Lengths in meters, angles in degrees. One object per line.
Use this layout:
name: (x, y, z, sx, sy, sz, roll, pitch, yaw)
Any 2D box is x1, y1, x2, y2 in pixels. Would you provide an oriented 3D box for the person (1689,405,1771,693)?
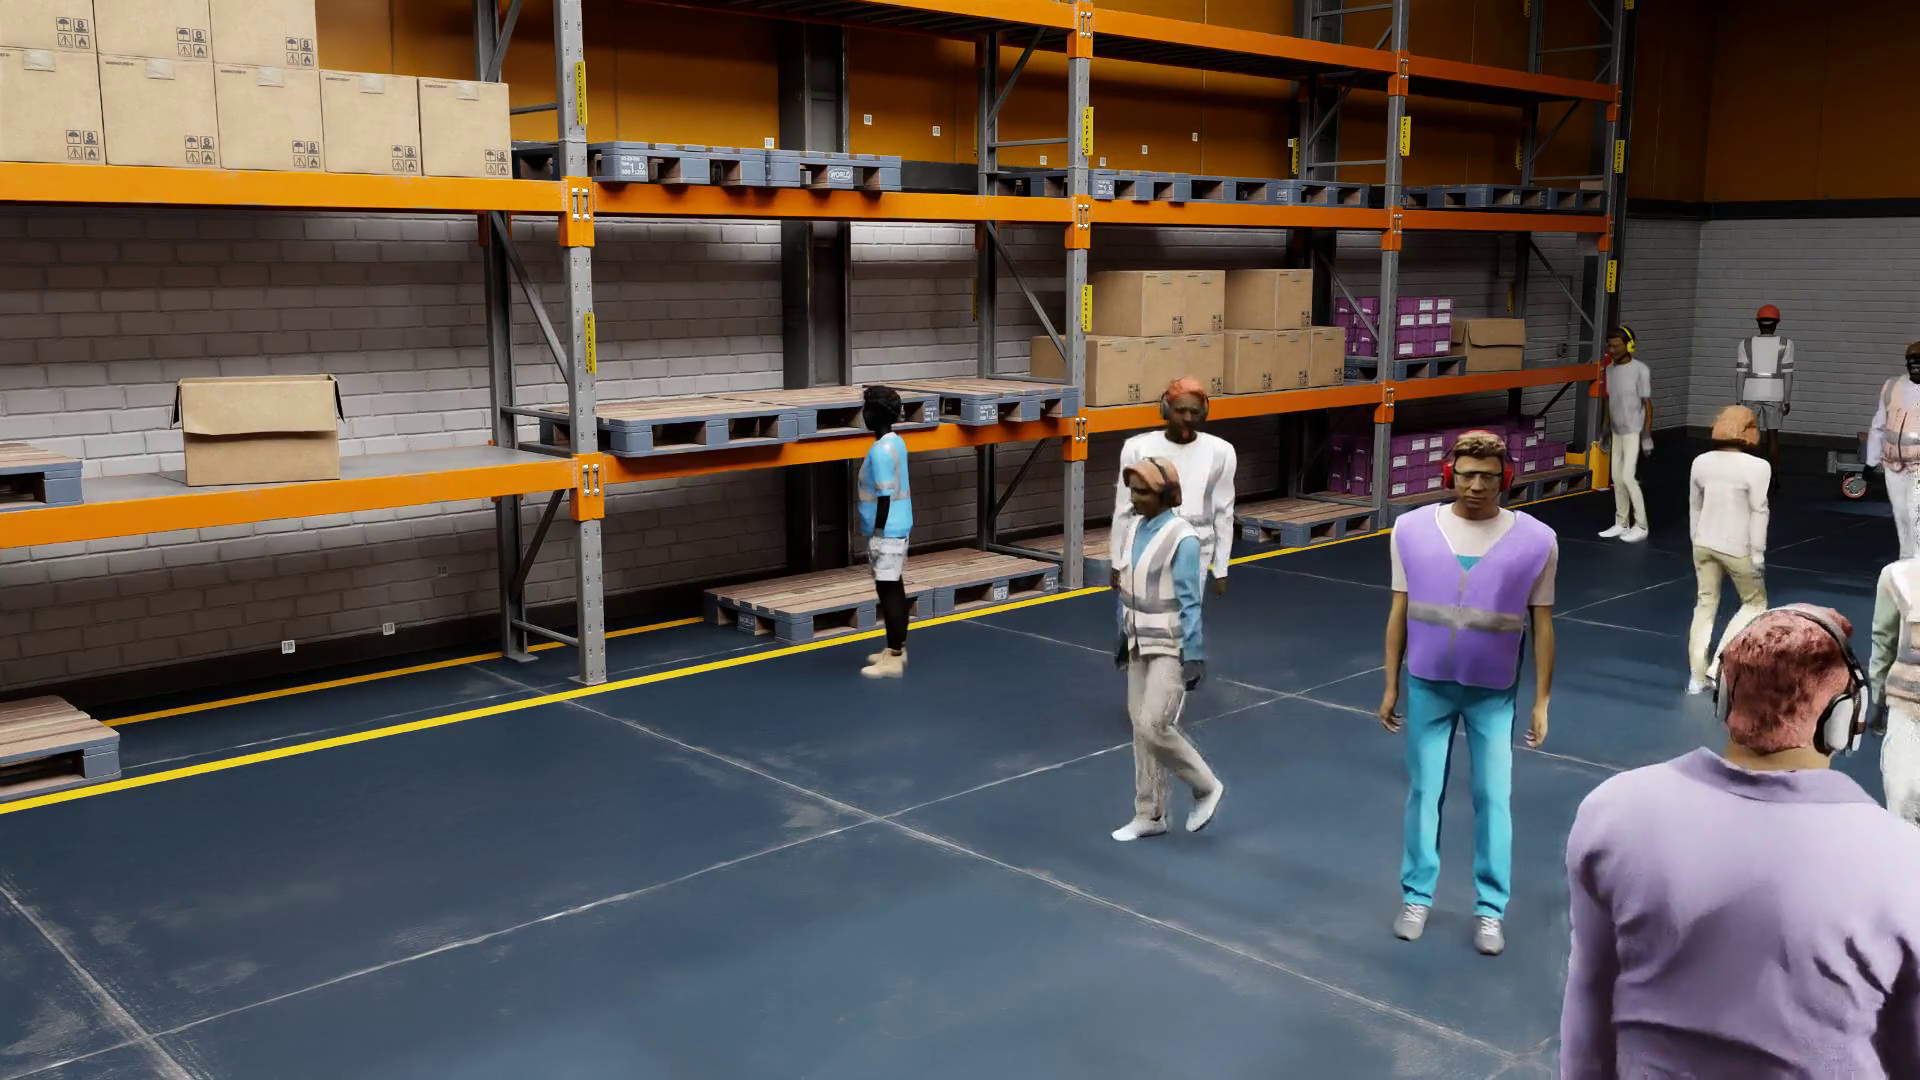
person: (4.239, 0.062, 9.202, 0.384, 1.615, 0.522, -5, 11, -27)

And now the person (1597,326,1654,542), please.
person: (5.682, -0.908, 14.246, 0.439, 1.846, 0.568, -3, 10, -15)

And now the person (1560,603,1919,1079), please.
person: (1.322, 1.034, 2.796, 0.932, 1.872, 0.654, -9, 13, -42)

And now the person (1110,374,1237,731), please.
person: (1.047, 0.100, 8.258, 0.601, 1.864, 0.523, 0, 10, 0)

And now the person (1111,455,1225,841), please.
person: (0.843, 0.456, 6.870, 0.409, 1.627, 0.537, -4, 11, -23)

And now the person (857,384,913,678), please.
person: (-0.437, -0.051, 9.642, 0.317, 1.695, 0.540, 1, 10, 7)

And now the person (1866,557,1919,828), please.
person: (3.595, 0.606, 6.057, 0.522, 1.604, 0.816, 7, 12, 37)

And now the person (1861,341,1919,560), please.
person: (6.906, -0.535, 12.129, 0.657, 1.821, 0.627, -5, 11, -28)

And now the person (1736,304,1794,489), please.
person: (8.405, -1.493, 17.408, 0.543, 1.928, 0.374, 5, 11, 28)

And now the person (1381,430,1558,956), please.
person: (1.787, 0.523, 5.869, 0.572, 1.841, 0.401, 4, 11, 23)
